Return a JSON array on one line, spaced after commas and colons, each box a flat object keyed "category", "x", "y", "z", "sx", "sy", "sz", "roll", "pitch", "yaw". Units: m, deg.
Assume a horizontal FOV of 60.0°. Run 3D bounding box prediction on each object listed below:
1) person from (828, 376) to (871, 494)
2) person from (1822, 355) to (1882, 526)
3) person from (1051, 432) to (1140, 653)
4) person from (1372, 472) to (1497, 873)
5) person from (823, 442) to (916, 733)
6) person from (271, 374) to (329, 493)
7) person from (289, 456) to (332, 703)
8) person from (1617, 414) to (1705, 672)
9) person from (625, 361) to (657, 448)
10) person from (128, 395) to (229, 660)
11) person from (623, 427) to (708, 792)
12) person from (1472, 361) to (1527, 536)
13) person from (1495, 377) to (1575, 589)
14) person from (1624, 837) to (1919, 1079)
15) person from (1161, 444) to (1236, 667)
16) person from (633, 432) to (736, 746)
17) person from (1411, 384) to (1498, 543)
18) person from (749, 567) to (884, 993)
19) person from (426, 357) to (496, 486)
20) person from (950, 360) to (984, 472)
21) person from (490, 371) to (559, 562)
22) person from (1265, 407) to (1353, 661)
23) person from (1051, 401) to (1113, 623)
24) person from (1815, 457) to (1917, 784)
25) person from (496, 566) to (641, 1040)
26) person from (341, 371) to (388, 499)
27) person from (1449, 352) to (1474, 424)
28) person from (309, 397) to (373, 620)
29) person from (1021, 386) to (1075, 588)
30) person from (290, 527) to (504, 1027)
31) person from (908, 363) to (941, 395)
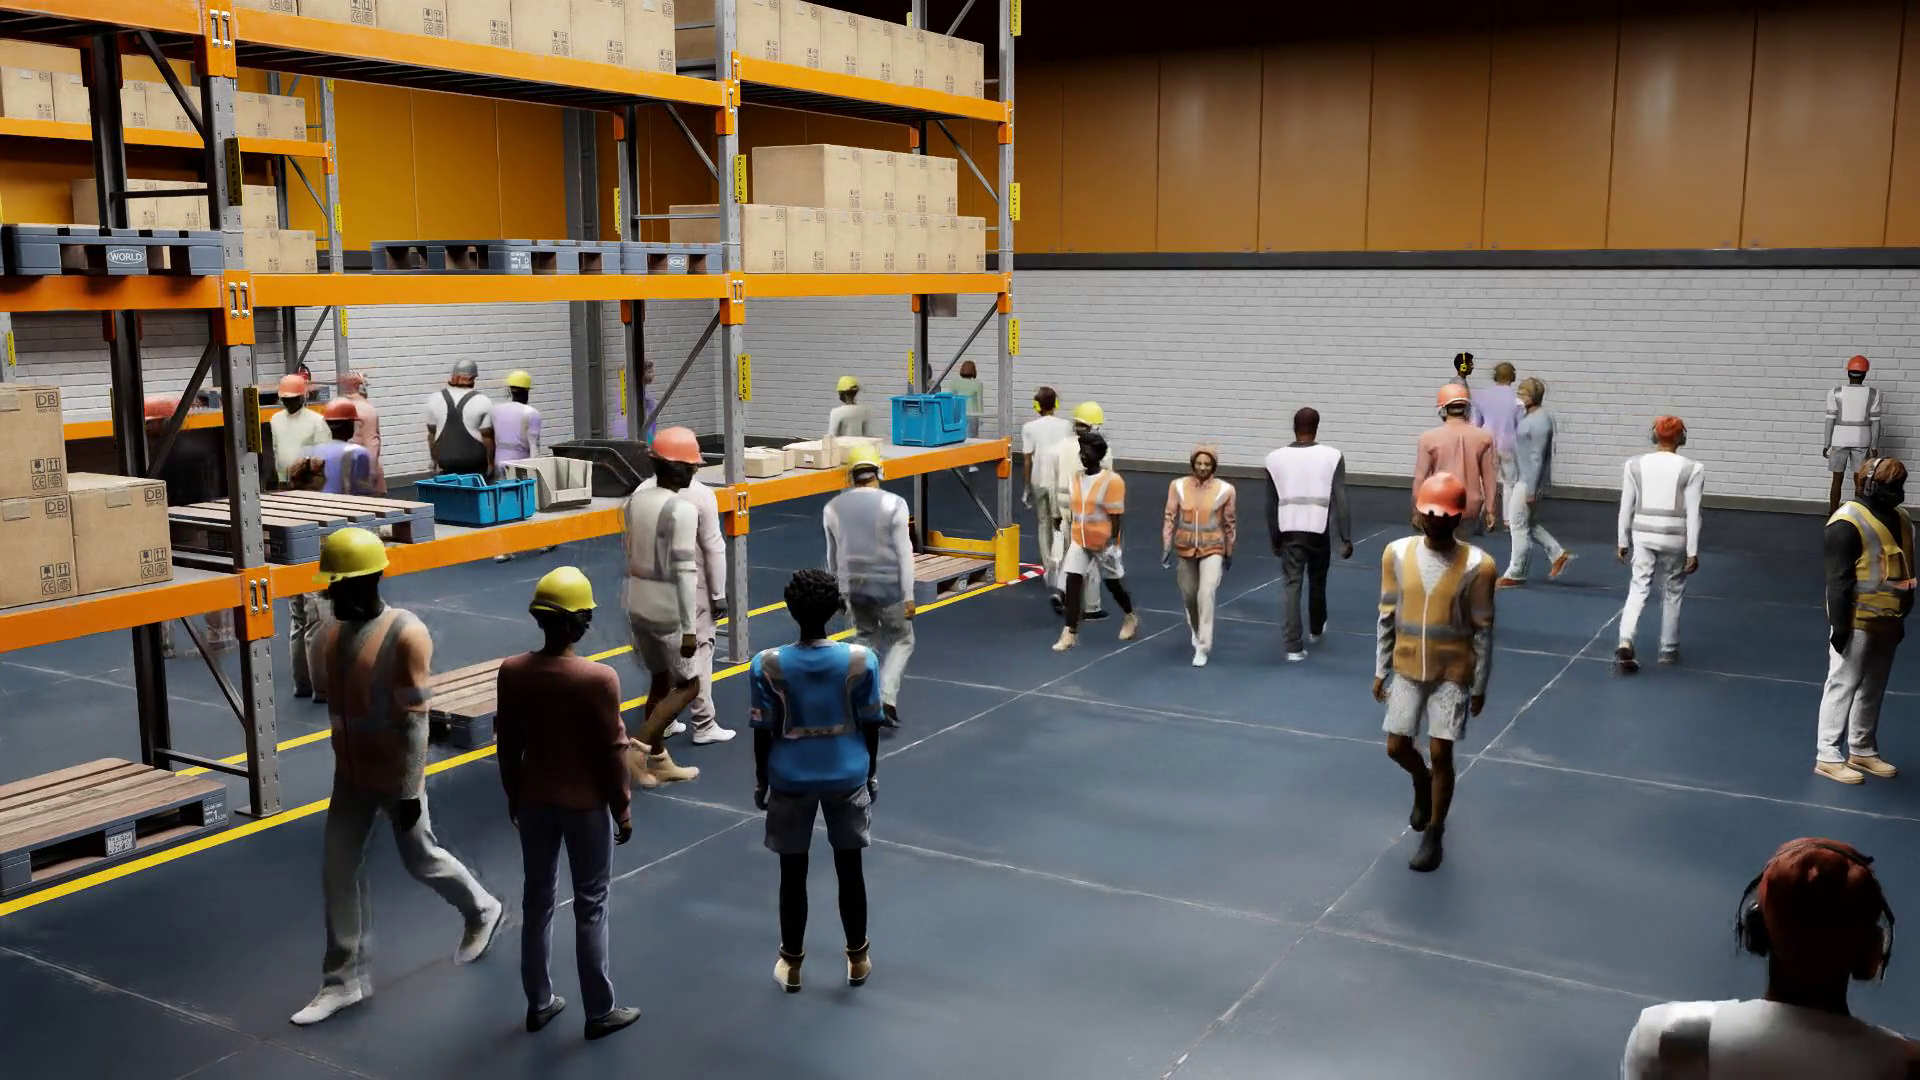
[{"category": "person", "x": -1.189, "y": -0.938, "z": 18.258, "sx": 0.905, "sy": 1.724, "sz": 0.533, "roll": 9, "pitch": 13, "yaw": 44}, {"category": "person", "x": 9.918, "y": -1.085, "z": 18.513, "sx": 0.553, "sy": 1.935, "sz": 0.363, "roll": 4, "pitch": 10, "yaw": 25}, {"category": "person", "x": 1.067, "y": -0.004, "z": 12.636, "sx": 0.538, "sy": 1.665, "sz": 0.830, "roll": 7, "pitch": 12, "yaw": 39}, {"category": "person", "x": 2.288, "y": 0.609, "z": 7.997, "sx": 0.560, "sy": 1.918, "sz": 0.578, "roll": 6, "pitch": 11, "yaw": 33}, {"category": "person", "x": -0.535, "y": 0.305, "z": 10.239, "sx": 0.611, "sy": 1.803, "sz": 0.426, "roll": 4, "pitch": 10, "yaw": 24}, {"category": "person", "x": -6.055, "y": -0.570, "z": 15.344, "sx": 0.635, "sy": 1.933, "sz": 1.033, "roll": 2, "pitch": 9, "yaw": 14}, {"category": "person", "x": -4.313, "y": 0.260, "z": 11.055, "sx": 0.515, "sy": 1.636, "sz": 0.315, "roll": 9, "pitch": 12, "yaw": 43}, {"category": "person", "x": 4.989, "y": 0.020, "z": 11.918, "sx": 0.580, "sy": 1.853, "sz": 0.904, "roll": 7, "pitch": 11, "yaw": 37}, {"category": "person", "x": -3.850, "y": -1.240, "z": 19.885, "sx": 0.903, "sy": 1.815, "sz": 0.576, "roll": -3, "pitch": 10, "yaw": -19}, {"category": "person", "x": -5.770, "y": -0.071, "z": 12.108, "sx": 0.646, "sy": 1.961, "sz": 0.794, "roll": 6, "pitch": 11, "yaw": 33}, {"category": "person", "x": -1.625, "y": 0.396, "z": 9.019, "sx": 0.592, "sy": 2.019, "sz": 0.652, "roll": -8, "pitch": 12, "yaw": -42}, {"category": "person", "x": 5.849, "y": -0.991, "z": 18.035, "sx": 0.642, "sy": 1.910, "sz": 0.897, "roll": 6, "pitch": 11, "yaw": 34}, {"category": "person", "x": 5.150, "y": -0.501, "z": 14.905, "sx": 0.656, "sy": 1.926, "sz": 0.642, "roll": 2, "pitch": 9, "yaw": 14}, {"category": "person", "x": 1.483, "y": 1.435, "z": 2.990, "sx": 0.587, "sy": 1.866, "sz": 0.417, "roll": 5, "pitch": 11, "yaw": 30}, {"category": "person", "x": 1.787, "y": 0.075, "z": 12.303, "sx": 0.512, "sy": 1.605, "sz": 0.767, "roll": 4, "pitch": 10, "yaw": 21}, {"category": "person", "x": -1.660, "y": 0.287, "z": 10.045, "sx": 0.642, "sy": 1.909, "sz": 0.410, "roll": 5, "pitch": 10, "yaw": 28}, {"category": "person", "x": 3.904, "y": -0.258, "z": 13.251, "sx": 0.641, "sy": 1.960, "sz": 0.683, "roll": -1, "pitch": 9, "yaw": -4}, {"category": "person", "x": -0.564, "y": 0.947, "z": 6.577, "sx": 0.534, "sy": 1.699, "sz": 0.319, "roll": -2, "pitch": 9, "yaw": -10}, {"category": "person", "x": -4.983, "y": -0.844, "z": 16.692, "sx": 0.714, "sy": 2.000, "sz": 0.630, "roll": 1, "pitch": 9, "yaw": 4}, {"category": "person", "x": 0.076, "y": -1.747, "z": 23.665, "sx": 0.504, "sy": 1.615, "sz": 0.595, "roll": 4, "pitch": 10, "yaw": 23}, {"category": "person", "x": -4.381, "y": -0.748, "z": 16.604, "sx": 0.589, "sy": 1.870, "sz": 0.979, "roll": 2, "pitch": 9, "yaw": 14}, {"category": "person", "x": 2.612, "y": -0.060, "z": 12.436, "sx": 0.677, "sy": 1.837, "sz": 1.043, "roll": 3, "pitch": 10, "yaw": 17}, {"category": "person", "x": 0.999, "y": -0.218, "z": 13.470, "sx": 0.615, "sy": 1.817, "sz": 0.452, "roll": 8, "pitch": 12, "yaw": 40}, {"category": "person", "x": 5.085, "y": 0.445, "z": 9.307, "sx": 0.619, "sy": 1.836, "sz": 0.430, "roll": -5, "pitch": 11, "yaw": -30}, {"category": "person", "x": -1.457, "y": 0.974, "z": 6.203, "sx": 0.534, "sy": 1.766, "sz": 0.318, "roll": 3, "pitch": 10, "yaw": 19}, {"category": "person", "x": -6.080, "y": -0.763, "z": 16.700, "sx": 0.649, "sy": 1.873, "sz": 0.897, "roll": 5, "pitch": 10, "yaw": 29}, {"category": "person", "x": 6.192, "y": -1.380, "z": 20.565, "sx": 0.329, "sy": 1.872, "sz": 0.507, "roll": 0, "pitch": 9, "yaw": 1}, {"category": "person", "x": -4.626, "y": -0.111, "z": 12.487, "sx": 0.563, "sy": 1.918, "sz": 0.466, "roll": 4, "pitch": 10, "yaw": 23}, {"category": "person", "x": 0.810, "y": -0.475, "z": 15.080, "sx": 0.522, "sy": 1.823, "sz": 0.819, "roll": 1, "pitch": 9, "yaw": 5}, {"category": "person", "x": -2.222, "y": 0.862, "z": 6.524, "sx": 0.579, "sy": 1.891, "sz": 0.917, "roll": 5, "pitch": 10, "yaw": 29}, {"category": "person", "x": -0.518, "y": -1.762, "z": 23.841, "sx": 0.484, "sy": 1.589, "sz": 0.830, "roll": 4, "pitch": 10, "yaw": 22}]
